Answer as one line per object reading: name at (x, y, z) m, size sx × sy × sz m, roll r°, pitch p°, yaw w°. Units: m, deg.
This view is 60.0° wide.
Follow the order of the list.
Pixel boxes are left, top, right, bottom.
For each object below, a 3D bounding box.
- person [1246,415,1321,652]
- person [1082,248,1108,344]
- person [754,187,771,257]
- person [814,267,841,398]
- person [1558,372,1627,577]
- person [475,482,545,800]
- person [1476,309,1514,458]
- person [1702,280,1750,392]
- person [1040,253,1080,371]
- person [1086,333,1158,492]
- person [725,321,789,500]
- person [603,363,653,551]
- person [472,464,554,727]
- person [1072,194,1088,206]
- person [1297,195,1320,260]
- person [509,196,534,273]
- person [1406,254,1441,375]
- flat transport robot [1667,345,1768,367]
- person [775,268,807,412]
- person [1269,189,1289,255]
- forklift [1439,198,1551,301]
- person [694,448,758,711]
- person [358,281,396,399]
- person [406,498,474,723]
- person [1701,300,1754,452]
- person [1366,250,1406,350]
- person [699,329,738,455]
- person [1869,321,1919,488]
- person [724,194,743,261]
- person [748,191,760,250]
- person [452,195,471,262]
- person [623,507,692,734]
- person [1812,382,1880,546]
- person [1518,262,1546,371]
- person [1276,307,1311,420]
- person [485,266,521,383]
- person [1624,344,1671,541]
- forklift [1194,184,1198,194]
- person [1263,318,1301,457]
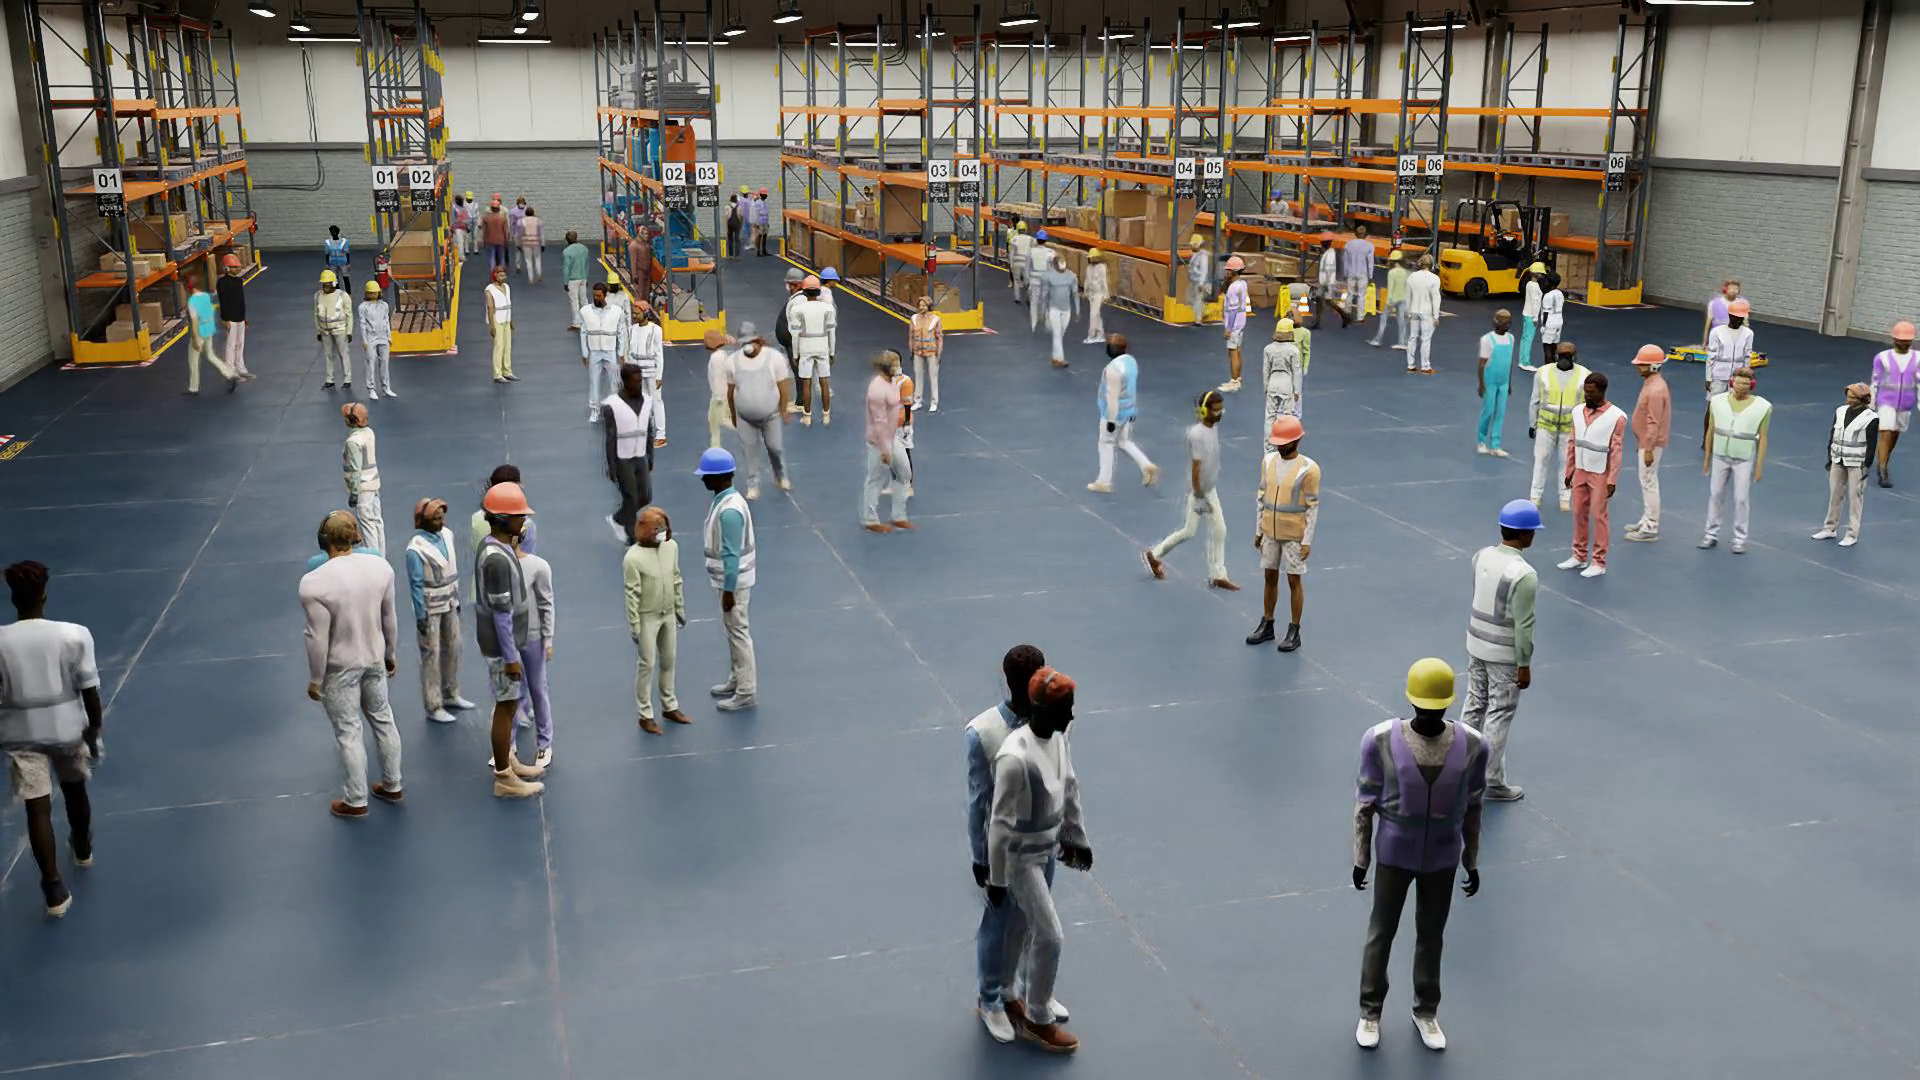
person at (2.597, -0.060, 13.375) m, size 0.542 × 1.931 × 0.366 m, roll 14°, pitch 20°, yaw 42°
person at (2.380, -4.425, 30.187) m, size 0.757 × 1.713 × 0.511 m, roll -11°, pitch 18°, yaw -35°
person at (-5.532, -8.938, 46.801) m, size 0.389 × 1.930 × 0.549 m, roll 9°, pitch 17°, yaw 31°
person at (-1.982, -3.091, 24.796) m, size 0.441 × 1.933 × 0.617 m, roll -2°, pitch 15°, yaw -9°
person at (5.909, -0.622, 15.541) m, size 0.407 × 1.908 × 0.597 m, roll -8°, pitch 17°, yaw -27°
person at (-2.858, 0.634, 10.572) m, size 0.407 × 2.035 × 0.610 m, roll -4°, pitch 15°, yaw -15°
person at (6.644, -1.949, 20.668) m, size 0.523 × 1.837 × 0.531 m, roll -6°, pitch 16°, yaw -23°
person at (11.276, -2.935, 24.466) m, size 0.583 × 1.789 × 1.016 m, roll 1°, pitch 15°, yaw 5°
person at (1.679, -3.735, 27.276) m, size 0.655 × 1.888 × 0.985 m, roll -5°, pitch 16°, yaw -19°
person at (1.829, -1.421, 18.718) m, size 0.721 × 1.824 × 0.632 m, roll 7°, pitch 17°, yaw 26°
person at (-2.247, -1.472, 18.476) m, size 0.707 × 2.000 × 0.707 m, roll 1°, pitch 15°, yaw 4°
person at (-3.256, -0.800, 16.214) m, size 0.562 × 1.901 × 0.604 m, roll 10°, pitch 18°, yaw 34°
person at (-3.141, 0.406, 11.667) m, size 0.604 × 1.905 × 0.432 m, roll 10°, pitch 18°, yaw 32°
person at (3.544, -9.427, 49.083) m, size 0.496 × 1.690 × 0.933 m, roll 3°, pitch 15°, yaw 12°
person at (9.224, -8.230, 44.199) m, size 0.644 × 1.887 × 0.764 m, roll -8°, pitch 17°, yaw -28°
person at (-11.159, -7.789, 42.452) m, size 0.627 × 1.935 × 0.371 m, roll -6°, pitch 16°, yaw -22°
person at (7.455, -3.626, 26.779) m, size 0.373 × 1.940 × 0.628 m, roll -12°, pitch 19°, yaw -38°
flat transport robot at (12.772, -3.115, 28.050) m, size 0.652 × 0.197 × 1.431 m, roll -12°, pitch 19°, yaw -38°
person at (-2.354, -2.847, 23.651) m, size 0.539 × 2.000 × 0.688 m, roll 0°, pitch 15°, yaw -1°
person at (8.786, -8.726, 45.960) m, size 0.608 × 1.945 × 0.411 m, roll 13°, pitch 20°, yaw 41°
forklift at (11.913, -6.508, 37.130) m, size 2.313 × 2.155 × 1.214 m, roll -4°, pitch 15°, yaw -15°
person at (-1.695, 0.275, 12.107) m, size 0.421 × 1.936 × 0.609 m, roll -4°, pitch 15°, yaw -14°
person at (-8.656, -2.975, 24.701) m, size 0.295 × 1.743 × 0.493 m, roll 12°, pitch 19°, yaw 38°
person at (-3.741, 0.492, 11.879) m, size 0.317 × 1.629 × 0.519 m, roll 4°, pitch 15°, yaw 14°
person at (9.651, -2.055, 20.890) m, size 0.543 × 1.929 × 0.387 m, roll 1°, pitch 15°, yaw 3°
person at (7.634, -4.272, 29.575) m, size 0.548 × 1.733 × 0.798 m, roll -12°, pitch 19°, yaw -37°
person at (-2.903, -1.818, 20.624) m, size 0.667 × 1.612 × 0.507 m, roll -2°, pitch 15°, yaw -7°
person at (10.832, -1.604, 19.273) m, size 0.553 × 1.896 × 0.986 m, roll 4°, pitch 15°, yaw 15°
person at (-6.229, -8.599, 45.771) m, size 0.552 × 1.784 × 0.991 m, roll -3°, pitch 15°, yaw -12°
person at (-5.996, -9.357, 48.739) m, size 0.440 × 1.729 × 0.616 m, roll -2°, pitch 15°, yaw -9°
person at (-13.686, -8.509, 45.446) m, size 0.671 × 1.806 × 0.645 m, roll 6°, pitch 16°, yaw 20°
person at (-2.129, 0.554, 11.653) m, size 0.295 × 1.623 × 0.507 m, roll 10°, pitch 18°, yaw 34°
person at (8.860, -0.761, 16.569) m, size 0.309 × 1.640 × 0.513 m, roll -6°, pitch 16°, yaw -21°
person at (9.372, -3.657, 27.226) m, size 0.309 × 1.769 × 0.525 m, roll 2°, pitch 15°, yaw 6°
person at (4.472, -2.330, 22.484) m, size 0.507 × 1.632 × 0.274 m, roll 9°, pitch 17°, yaw 30°
person at (-7.204, -3.369, 26.022) m, size 0.393 × 1.832 × 0.574 m, roll 4°, pitch 16°, yaw 16°
person at (6.908, -0.981, 16.759) m, size 0.428 × 1.982 × 0.631 m, roll 5°, pitch 16°, yaw 19°
forklift at (7.392, -11.333, 53.972) m, size 1.873 × 2.768 × 1.129 m, roll -4°, pitch 15°, yaw -15°
person at (3.968, -1.860, 20.508) m, size 0.486 × 1.744 × 0.294 m, roll 10°, pitch 18°, yaw 34°
